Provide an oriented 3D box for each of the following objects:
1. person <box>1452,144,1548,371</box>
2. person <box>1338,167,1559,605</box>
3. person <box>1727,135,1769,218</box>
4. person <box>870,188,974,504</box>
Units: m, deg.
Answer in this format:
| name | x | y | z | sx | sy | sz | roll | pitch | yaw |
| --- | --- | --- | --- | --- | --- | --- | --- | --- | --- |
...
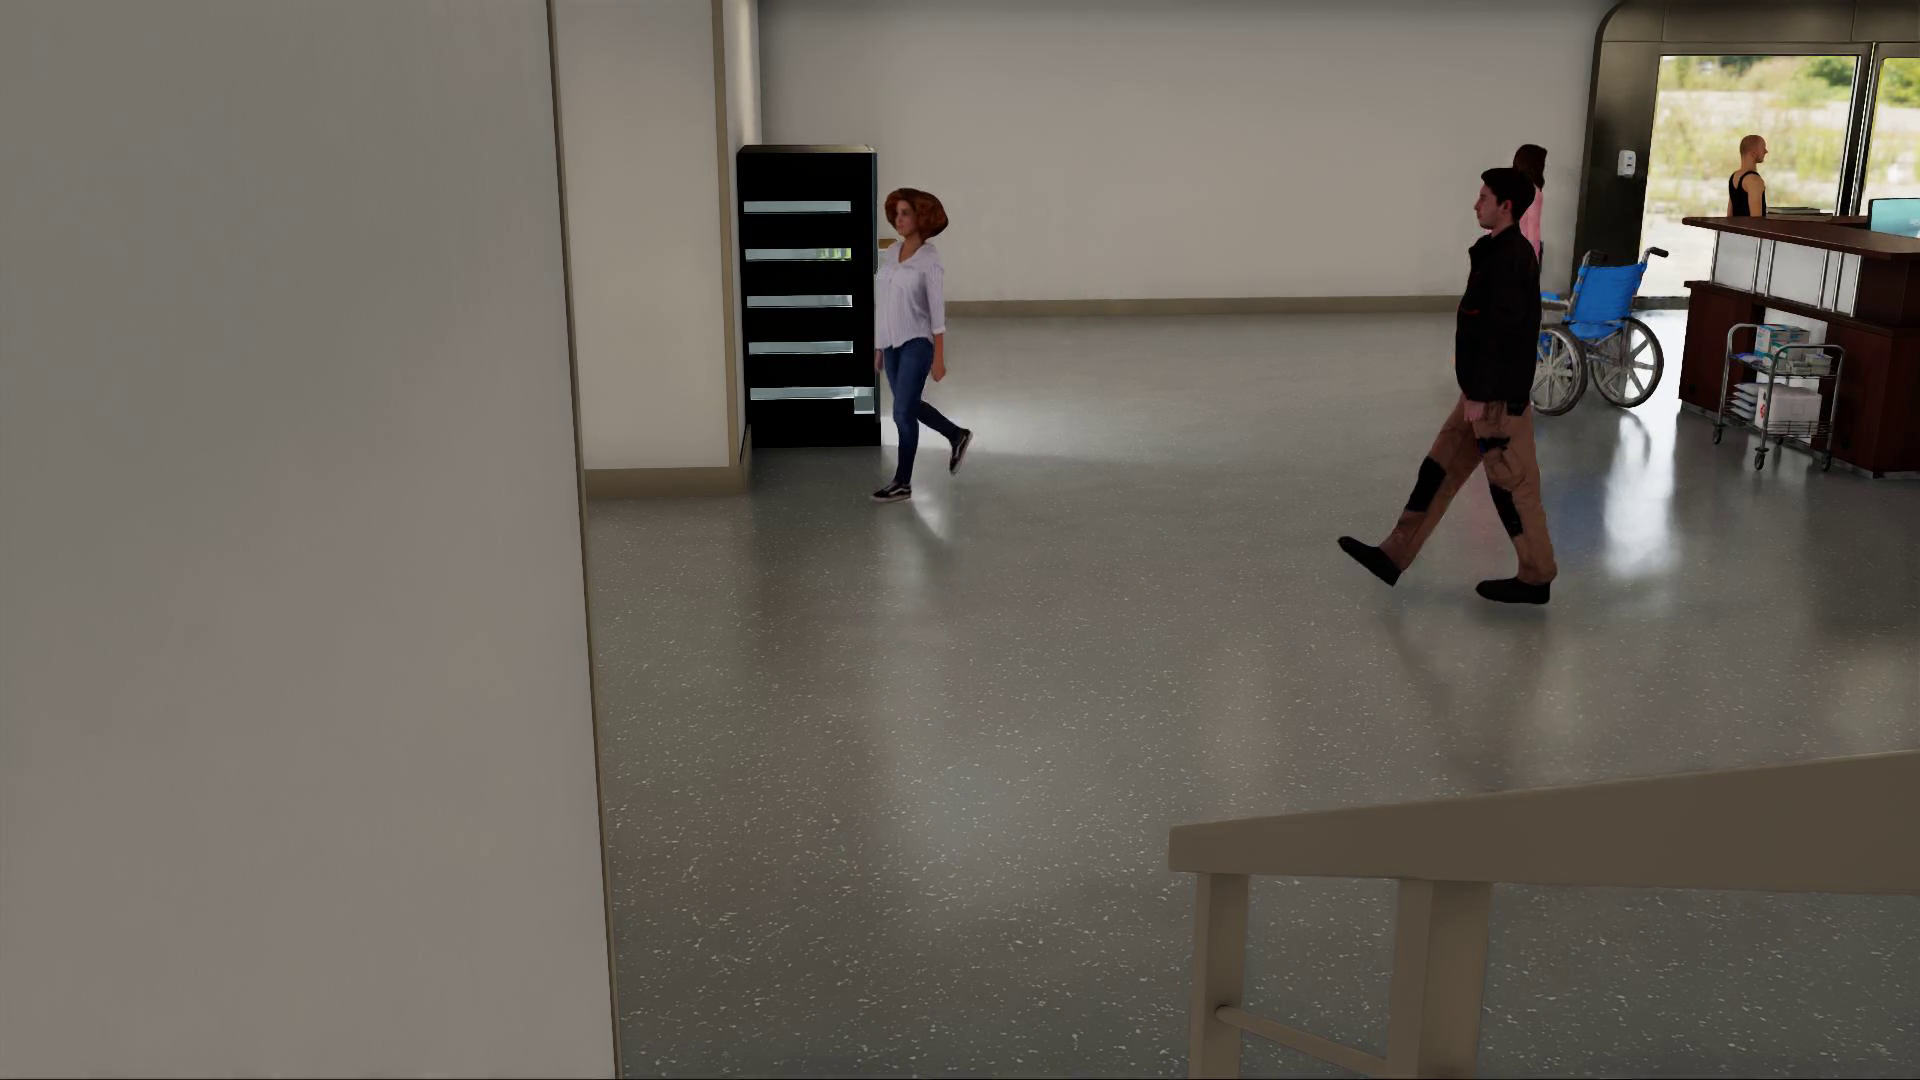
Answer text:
| name | x | y | z | sx | sy | sz | roll | pitch | yaw |
| --- | --- | --- | --- | --- | --- | --- | --- | --- | --- |
| person | 4.005 | -2.004 | 12.339 | 0.966 | 1.770 | 1.084 | -8 | 18 | -27 |
| person | 2.394 | -0.606 | 7.171 | 0.982 | 1.884 | 1.195 | 2 | 16 | 9 |
| person | 6.393 | -2.392 | 13.630 | 0.713 | 1.816 | 0.470 | 0 | 16 | 0 |
| person | -0.205 | -1.089 | 9.235 | 1.035 | 1.693 | 1.086 | -12 | 20 | -36 |
